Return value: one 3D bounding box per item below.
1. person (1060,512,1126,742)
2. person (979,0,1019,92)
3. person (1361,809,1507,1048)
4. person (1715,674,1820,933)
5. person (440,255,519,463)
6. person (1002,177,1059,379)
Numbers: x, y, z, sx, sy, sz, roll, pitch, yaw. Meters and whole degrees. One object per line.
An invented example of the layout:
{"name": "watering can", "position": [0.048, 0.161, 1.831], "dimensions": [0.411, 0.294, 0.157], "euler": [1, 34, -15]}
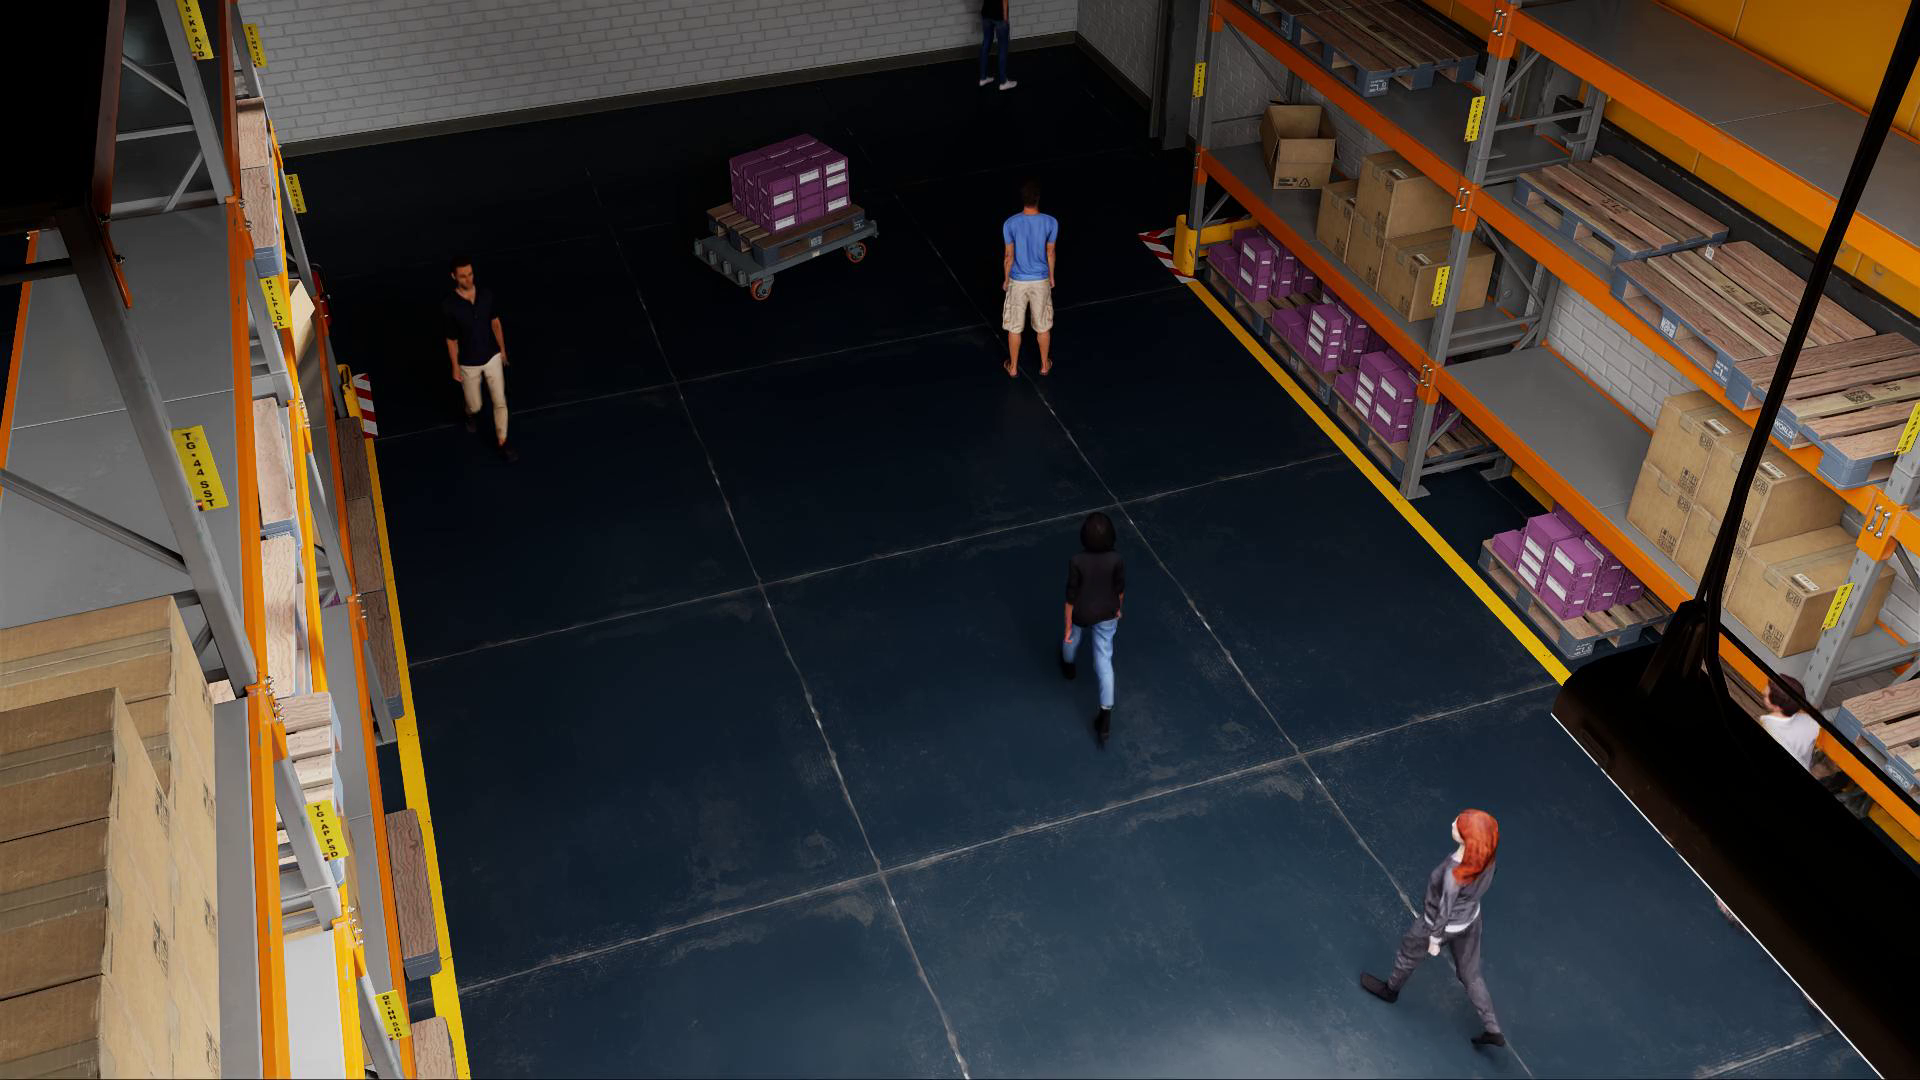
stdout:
{"name": "person", "position": [0.908, 0.587, 11.097], "dimensions": [0.769, 1.658, 1.212], "euler": [-5, 39, -6]}
{"name": "person", "position": [0.394, -6.135, 19.461], "dimensions": [0.735, 1.724, 0.636], "euler": [-29, 47, -31]}
{"name": "person", "position": [2.750, 2.127, 9.093], "dimensions": [0.878, 1.753, 1.185], "euler": [-30, 47, -32]}
{"name": "person", "position": [4.696, 1.582, 9.735], "dimensions": [0.694, 1.801, 1.135], "euler": [-12, 40, -15]}
{"name": "person", "position": [-3.969, -1.513, 13.574], "dimensions": [0.802, 1.848, 0.999], "euler": [-24, 45, -27]}
{"name": "person", "position": [0.603, -2.275, 14.517], "dimensions": [0.702, 1.863, 0.642], "euler": [-3, 39, -4]}
